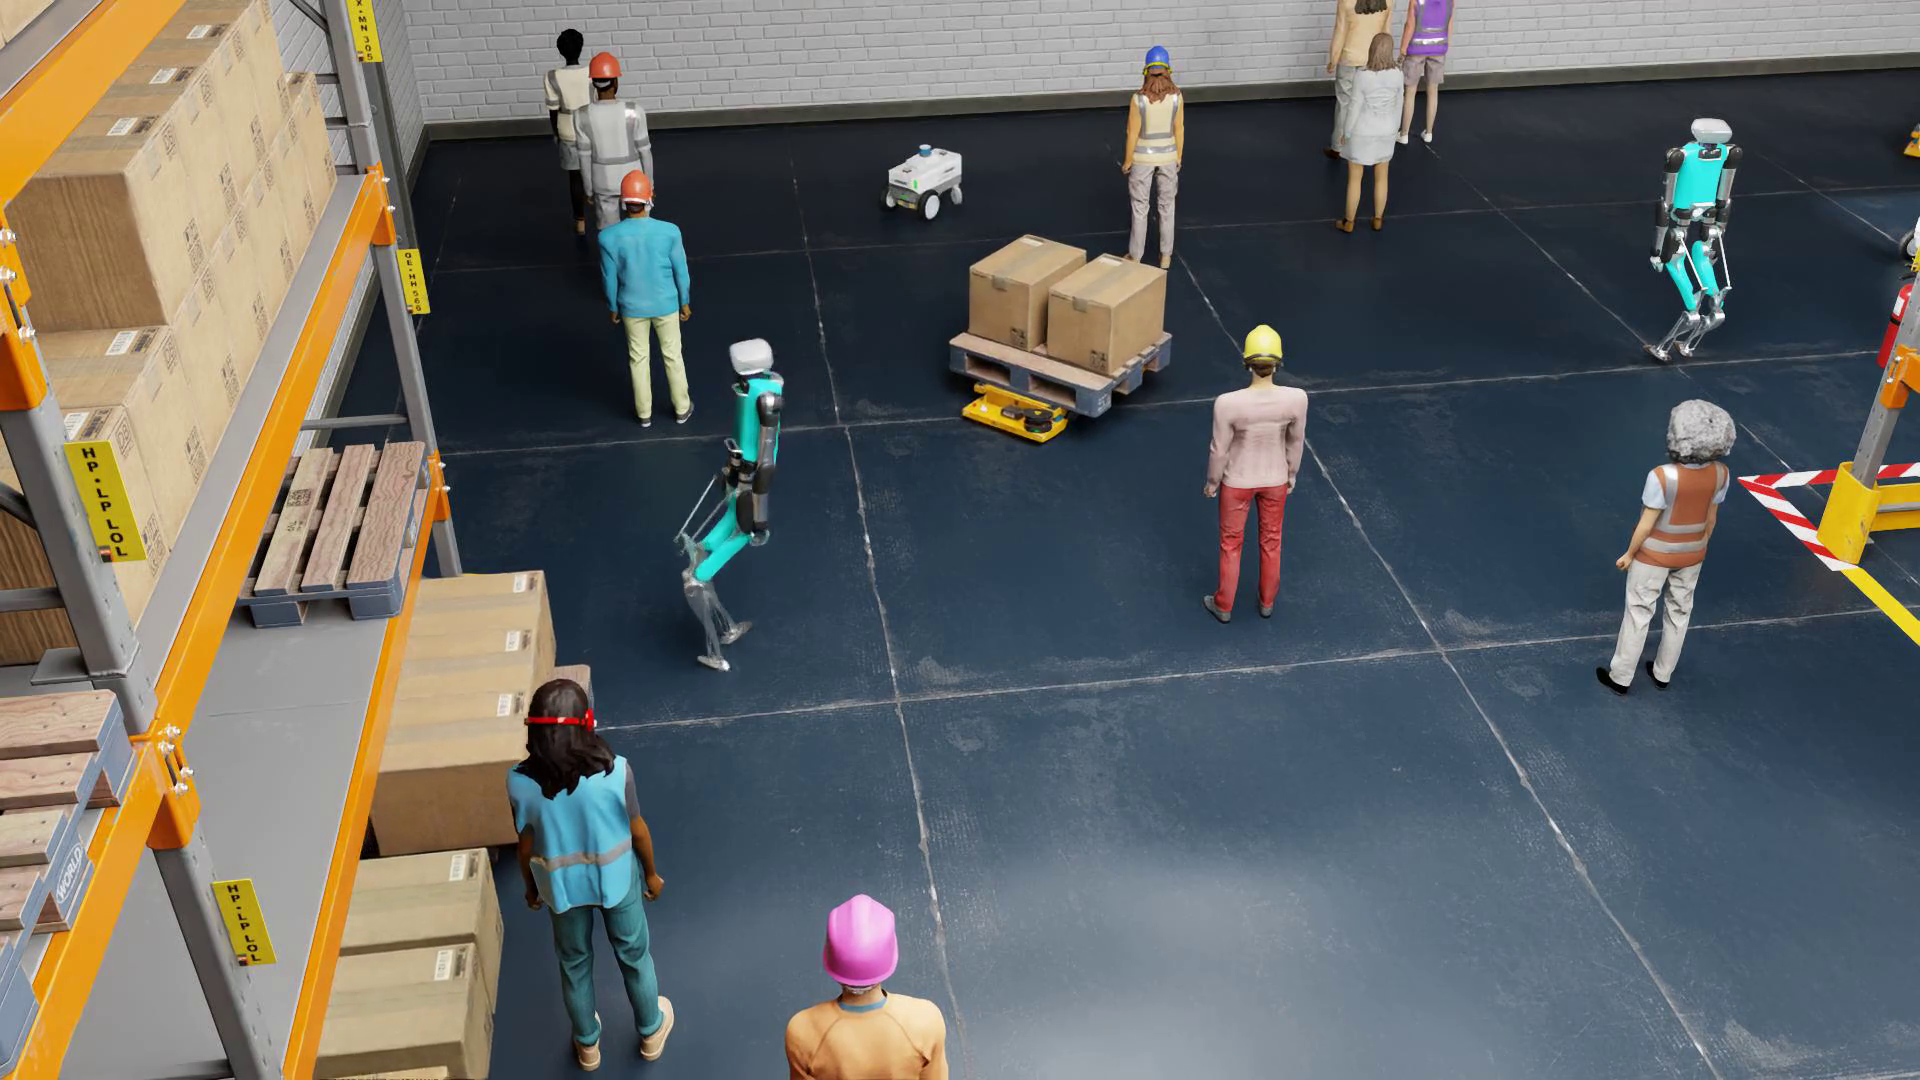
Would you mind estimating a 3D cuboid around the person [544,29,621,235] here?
[{"bbox_3d":[-3.096,-3.337,13.657,0.531,1.697,0.320,-4,33,-7],"label":"person"}]

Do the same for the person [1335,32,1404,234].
[{"bbox_3d":[3.379,-3.345,13.703,0.487,1.659,0.341,-4,33,-7],"label":"person"}]

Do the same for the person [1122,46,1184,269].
[{"bbox_3d":[1.510,-2.975,13.035,0.470,1.771,0.322,-4,33,-7],"label":"person"}]

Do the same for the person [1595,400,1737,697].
[{"bbox_3d":[3.591,0.062,8.453,0.446,1.690,0.311,-4,33,-7],"label":"person"}]

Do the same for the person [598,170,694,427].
[{"bbox_3d":[-2.040,-1.571,10.899,0.562,1.752,0.325,-4,33,-7],"label":"person"}]

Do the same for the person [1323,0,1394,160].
[{"bbox_3d":[3.620,-4.378,15.094,0.554,1.876,0.404,-4,33,-7],"label":"person"}]

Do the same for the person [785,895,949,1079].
[{"bbox_3d":[-0.283,1.913,5.353,0.505,1.986,0.375,-4,33,-7],"label":"person"}]

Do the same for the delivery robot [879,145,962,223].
[{"bbox_3d":[-0.316,-3.091,14.336,0.505,0.604,0.775,21,39,29],"label":"delivery robot"}]

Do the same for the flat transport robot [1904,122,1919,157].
[{"bbox_3d":[9.461,-3.861,15.769,0.659,0.231,1.431,21,39,29],"label":"flat transport robot"}]

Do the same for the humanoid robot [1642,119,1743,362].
[{"bbox_3d":[5.098,-1.990,11.436,0.533,1.677,0.735,-5,33,-7],"label":"humanoid robot"}]

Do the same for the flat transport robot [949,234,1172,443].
[{"bbox_3d":[0.693,-1.114,11.560,0.659,0.231,1.431,21,39,29],"label":"flat transport robot"}]

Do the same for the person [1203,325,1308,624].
[{"bbox_3d":[1.578,-0.334,9.002,0.524,1.759,0.325,-4,33,-7],"label":"person"}]

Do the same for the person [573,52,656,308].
[{"bbox_3d":[-2.551,-2.664,12.419,0.542,1.927,0.371,-4,33,-7],"label":"person"}]

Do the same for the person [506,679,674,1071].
[{"bbox_3d":[-1.415,1.315,6.372,0.529,1.870,0.389,-4,33,-7],"label":"person"}]

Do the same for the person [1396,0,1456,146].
[{"bbox_3d":[4.318,-4.518,15.471,0.482,1.694,0.347,-4,33,-7],"label":"person"}]

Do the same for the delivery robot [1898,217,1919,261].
[{"bbox_3d":[8.006,-2.418,13.270,0.739,0.566,0.499,-5,33,-7],"label":"delivery robot"}]

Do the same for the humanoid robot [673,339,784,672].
[{"bbox_3d":[-1.296,-0.150,8.744,0.849,1.781,0.627,-11,35,-16],"label":"humanoid robot"}]
